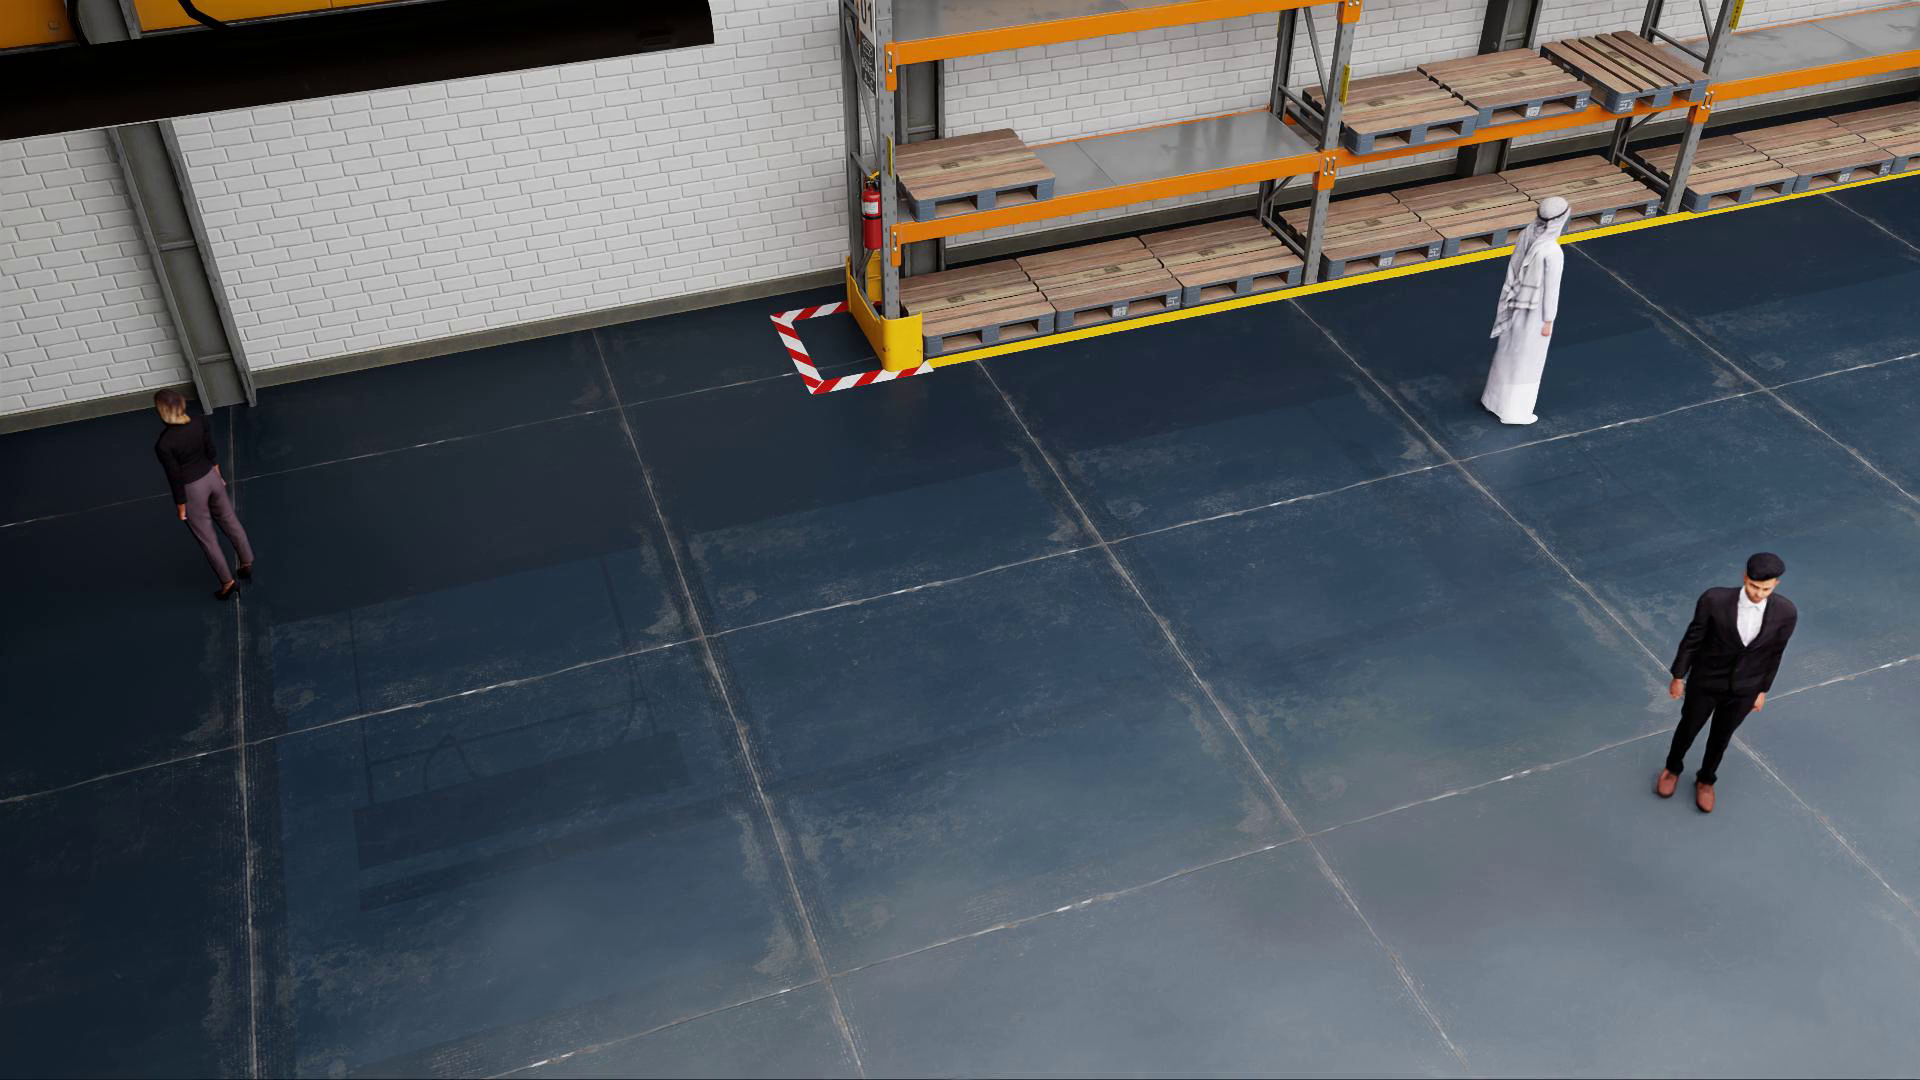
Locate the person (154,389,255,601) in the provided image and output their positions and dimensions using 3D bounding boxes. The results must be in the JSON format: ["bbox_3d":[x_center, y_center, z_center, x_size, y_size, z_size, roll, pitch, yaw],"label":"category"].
[{"bbox_3d":[-5.144,-0.307,11.288,0.731,1.670,0.687,13,40,15],"label":"person"}]

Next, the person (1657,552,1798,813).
[{"bbox_3d":[4.485,0.794,9.746,0.748,1.875,0.844,11,40,14],"label":"person"}]

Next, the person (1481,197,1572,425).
[{"bbox_3d":[4.426,-1.790,12.940,0.607,1.927,0.665,-13,40,-15],"label":"person"}]
